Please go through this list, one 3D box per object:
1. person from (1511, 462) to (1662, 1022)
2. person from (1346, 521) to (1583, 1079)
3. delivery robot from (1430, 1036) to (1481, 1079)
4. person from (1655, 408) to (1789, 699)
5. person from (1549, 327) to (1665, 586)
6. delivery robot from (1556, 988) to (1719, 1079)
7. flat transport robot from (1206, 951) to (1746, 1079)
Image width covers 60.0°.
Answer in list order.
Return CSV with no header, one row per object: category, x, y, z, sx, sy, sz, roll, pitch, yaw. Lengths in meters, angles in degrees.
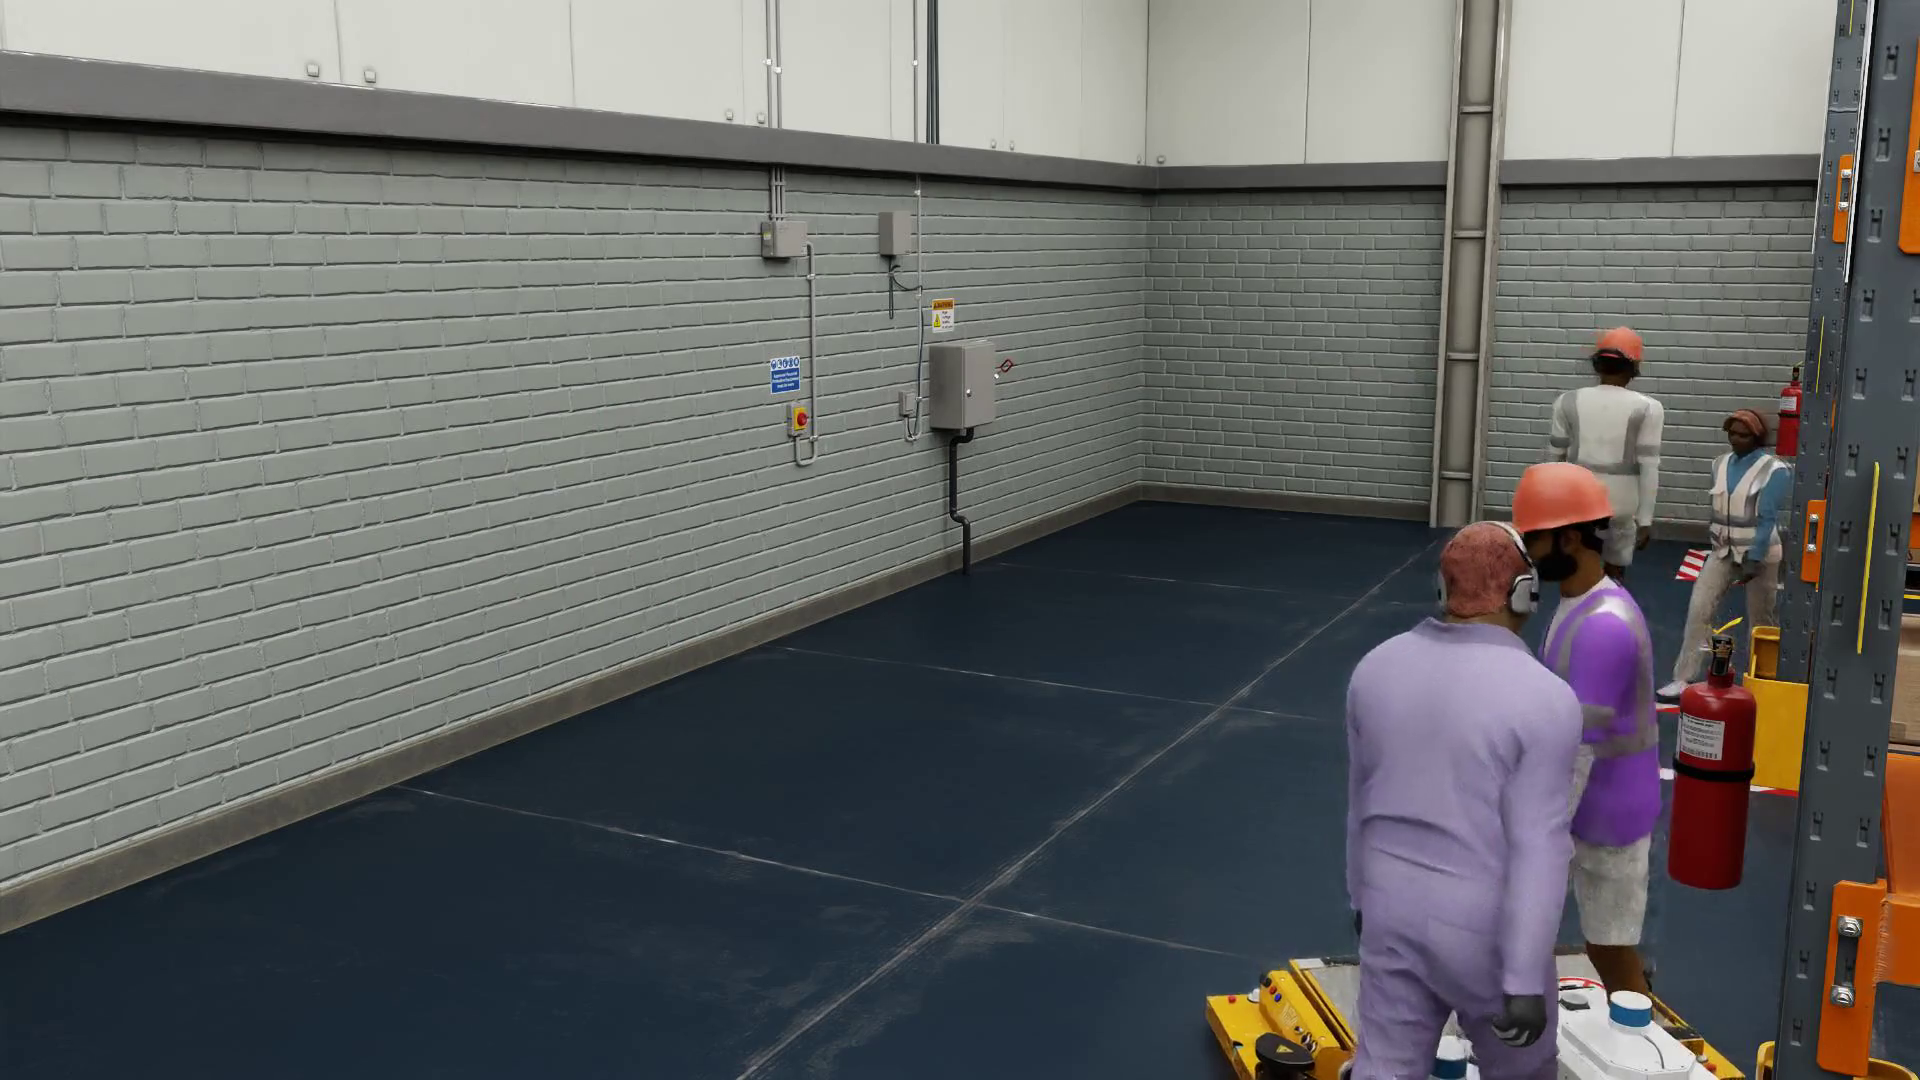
person,1.659,0.741,4.552,0.639,1.901,0.583,2,11,11
person,1.200,0.887,3.924,0.857,1.855,0.663,-8,13,-36
delivery robot,1.173,1.465,4.056,0.477,0.478,0.707,8,13,38
person,4.084,0.108,8.848,0.730,1.607,0.506,-5,11,-23
person,3.692,-0.216,9.540,0.620,1.988,0.989,6,12,29
delivery robot,1.727,1.417,4.318,0.477,0.478,0.707,-2,10,-10
flat transport robot,1.526,1.474,5.034,1.431,0.197,0.652,-1,10,-6
